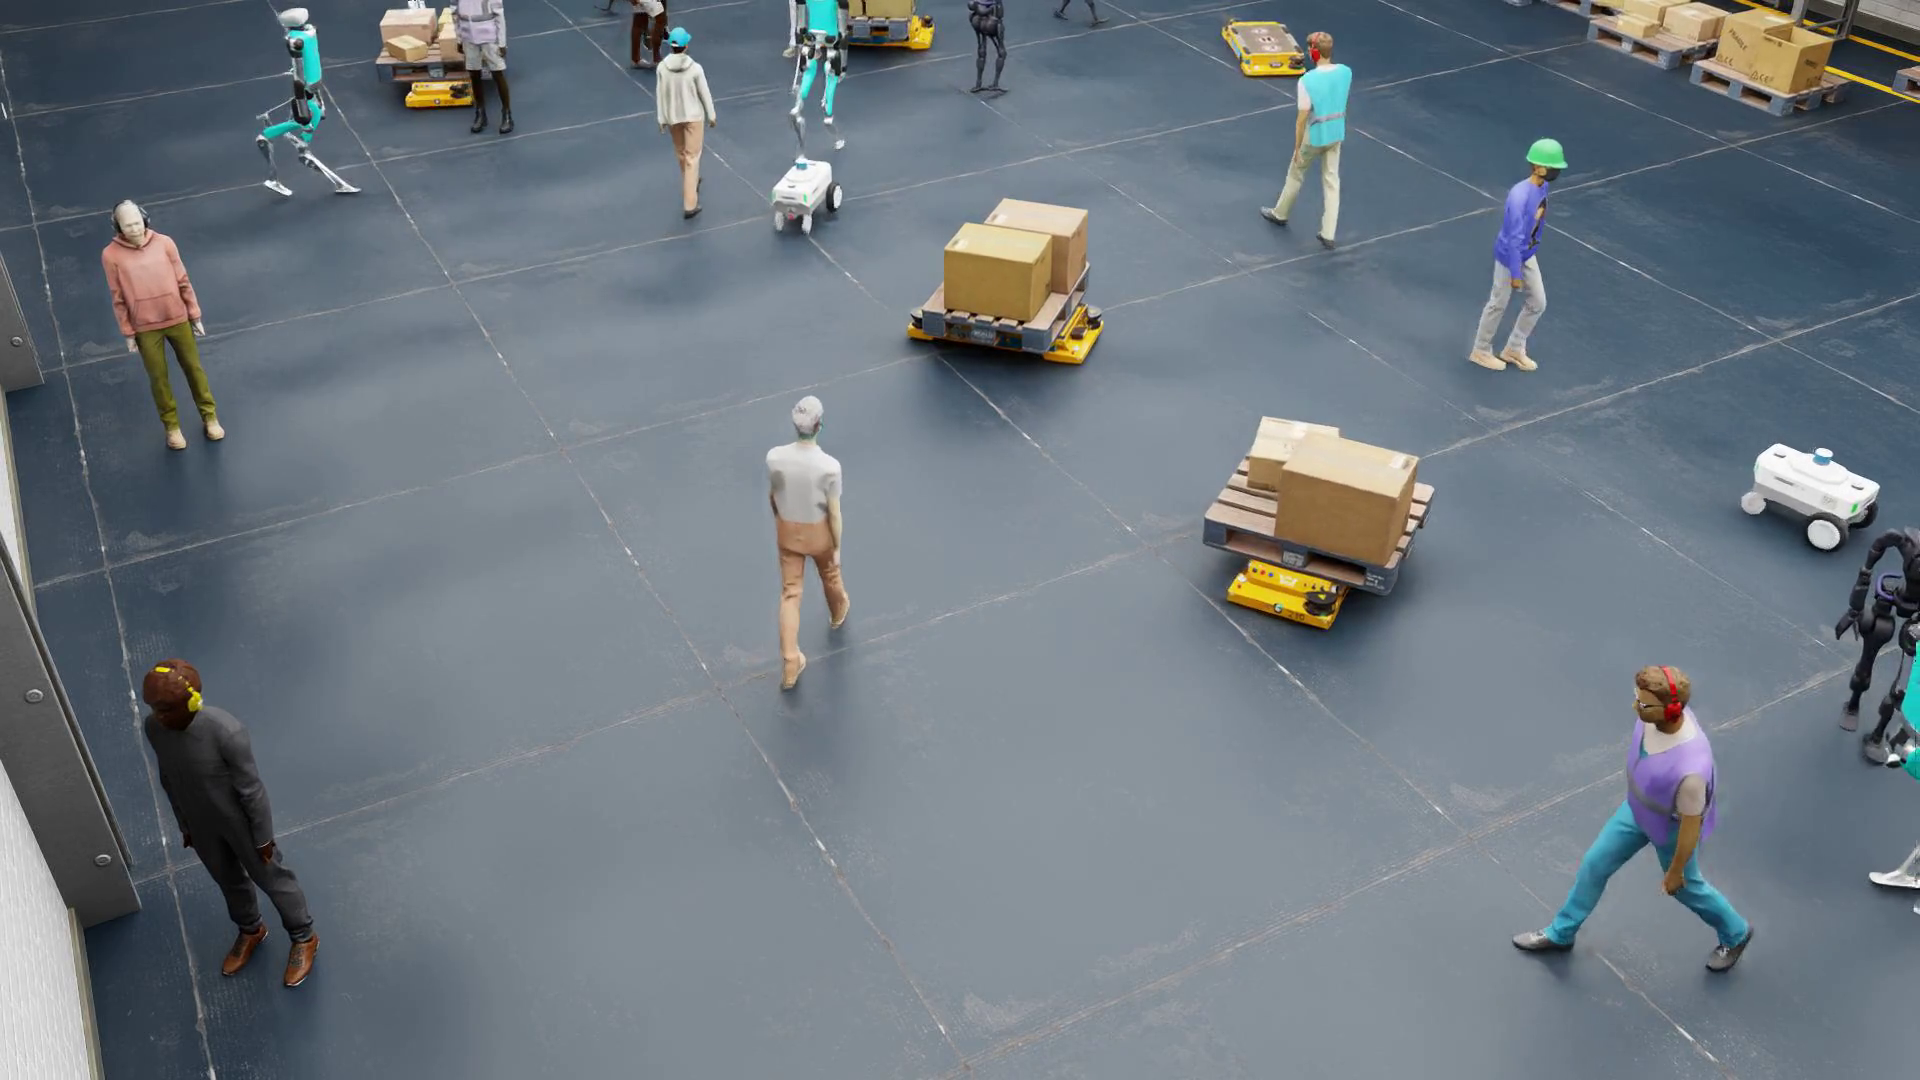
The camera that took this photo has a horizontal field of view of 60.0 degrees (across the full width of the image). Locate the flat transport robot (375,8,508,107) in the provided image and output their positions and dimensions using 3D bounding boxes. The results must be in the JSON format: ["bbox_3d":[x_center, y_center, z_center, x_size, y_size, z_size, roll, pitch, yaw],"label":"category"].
[{"bbox_3d":[-5.499,-4.979,17.824,0.659,0.231,1.431,-3,35,-5],"label":"flat transport robot"}]

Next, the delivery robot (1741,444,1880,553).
[{"bbox_3d":[5.605,-0.311,10.920,0.499,0.606,0.807,-27,43,-33],"label":"delivery robot"}]

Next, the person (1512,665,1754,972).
[{"bbox_3d":[3.267,1.285,7.584,1.061,1.766,0.596,-2,35,-3],"label":"person"}]

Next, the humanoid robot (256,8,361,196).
[{"bbox_3d":[-6.118,-3.909,15.058,1.015,1.774,0.535,0,35,-1],"label":"humanoid robot"}]

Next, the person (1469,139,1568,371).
[{"bbox_3d":[4.173,-2.056,12.278,0.470,1.852,0.625,-28,44,-34],"label":"person"}]

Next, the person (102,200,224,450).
[{"bbox_3d":[-5.527,-1.502,11.497,0.530,1.833,0.365,-20,40,-26],"label":"person"}]

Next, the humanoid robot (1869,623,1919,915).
[{"bbox_3d":[4.734,1.081,7.929,0.766,1.805,0.530,-4,35,-6],"label":"humanoid robot"}]

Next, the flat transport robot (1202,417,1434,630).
[{"bbox_3d":[2.267,0.034,10.667,0.659,0.231,1.431,16,38,22],"label":"flat transport robot"}]

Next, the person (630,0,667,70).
[{"bbox_3d":[-3.336,-5.966,17.799,0.668,1.908,0.580,-3,35,-5],"label":"person"}]

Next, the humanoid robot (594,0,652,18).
[{"bbox_3d":[-3.961,-6.885,19.364,0.785,1.622,0.612,-3,35,-5],"label":"humanoid robot"}]

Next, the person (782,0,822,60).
[{"bbox_3d":[-1.736,-6.204,18.164,0.572,1.887,0.356,16,38,21],"label":"person"}]

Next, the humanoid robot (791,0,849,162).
[{"bbox_3d":[-1.386,-4.421,15.800,0.530,1.820,0.873,8,36,11],"label":"humanoid robot"}]

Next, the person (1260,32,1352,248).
[{"bbox_3d":[3.050,-3.486,14.355,0.604,1.788,0.915,-16,38,-22],"label":"person"}]

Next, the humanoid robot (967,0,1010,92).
[{"bbox_3d":[0.295,-5.492,17.326,0.367,1.655,0.612,-17,39,-23],"label":"humanoid robot"}]

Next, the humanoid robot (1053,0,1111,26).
[{"bbox_3d":[1.436,-6.777,19.213,0.766,1.611,0.614,16,38,22],"label":"humanoid robot"}]

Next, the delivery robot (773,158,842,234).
[{"bbox_3d":[-1.405,-3.130,14.944,0.499,0.603,0.803,9,36,13],"label":"delivery robot"}]

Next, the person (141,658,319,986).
[{"bbox_3d":[-3.315,1.270,7.516,0.490,1.866,0.353,7,36,11],"label":"person"}]

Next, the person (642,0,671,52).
[{"bbox_3d":[-3.420,-6.444,18.438,0.363,1.965,0.611,26,43,32],"label":"person"}]

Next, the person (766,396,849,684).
[{"bbox_3d":[-0.888,-0.041,9.539,0.469,1.698,0.898,6,35,8],"label":"person"}]

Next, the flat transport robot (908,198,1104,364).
[{"bbox_3d":[0.366,-1.720,13.171,1.431,0.231,0.659,11,37,16],"label":"flat transport robot"}]

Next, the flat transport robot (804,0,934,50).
[{"bbox_3d":[-1.038,-5.823,19.029,1.431,0.231,0.659,2,35,3],"label":"flat transport robot"}]

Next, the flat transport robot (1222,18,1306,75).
[{"bbox_3d":[3.390,-5.510,18.583,0.659,0.231,1.431,-2,35,-3],"label":"flat transport robot"}]

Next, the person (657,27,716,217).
[{"bbox_3d":[-2.444,-3.785,14.936,0.493,1.633,0.803,5,35,7],"label":"person"}]

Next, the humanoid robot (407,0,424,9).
[{"bbox_3d":[-6.355,-6.672,18.961,0.569,1.730,1.015,-13,37,-17],"label":"humanoid robot"}]

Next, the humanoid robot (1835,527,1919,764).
[{"bbox_3d":[5.042,0.431,8.880,0.587,1.637,0.475,16,38,22],"label":"humanoid robot"}]

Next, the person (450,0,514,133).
[{"bbox_3d":[-4.713,-4.937,16.322,0.547,1.930,0.393,5,35,8],"label":"person"}]
